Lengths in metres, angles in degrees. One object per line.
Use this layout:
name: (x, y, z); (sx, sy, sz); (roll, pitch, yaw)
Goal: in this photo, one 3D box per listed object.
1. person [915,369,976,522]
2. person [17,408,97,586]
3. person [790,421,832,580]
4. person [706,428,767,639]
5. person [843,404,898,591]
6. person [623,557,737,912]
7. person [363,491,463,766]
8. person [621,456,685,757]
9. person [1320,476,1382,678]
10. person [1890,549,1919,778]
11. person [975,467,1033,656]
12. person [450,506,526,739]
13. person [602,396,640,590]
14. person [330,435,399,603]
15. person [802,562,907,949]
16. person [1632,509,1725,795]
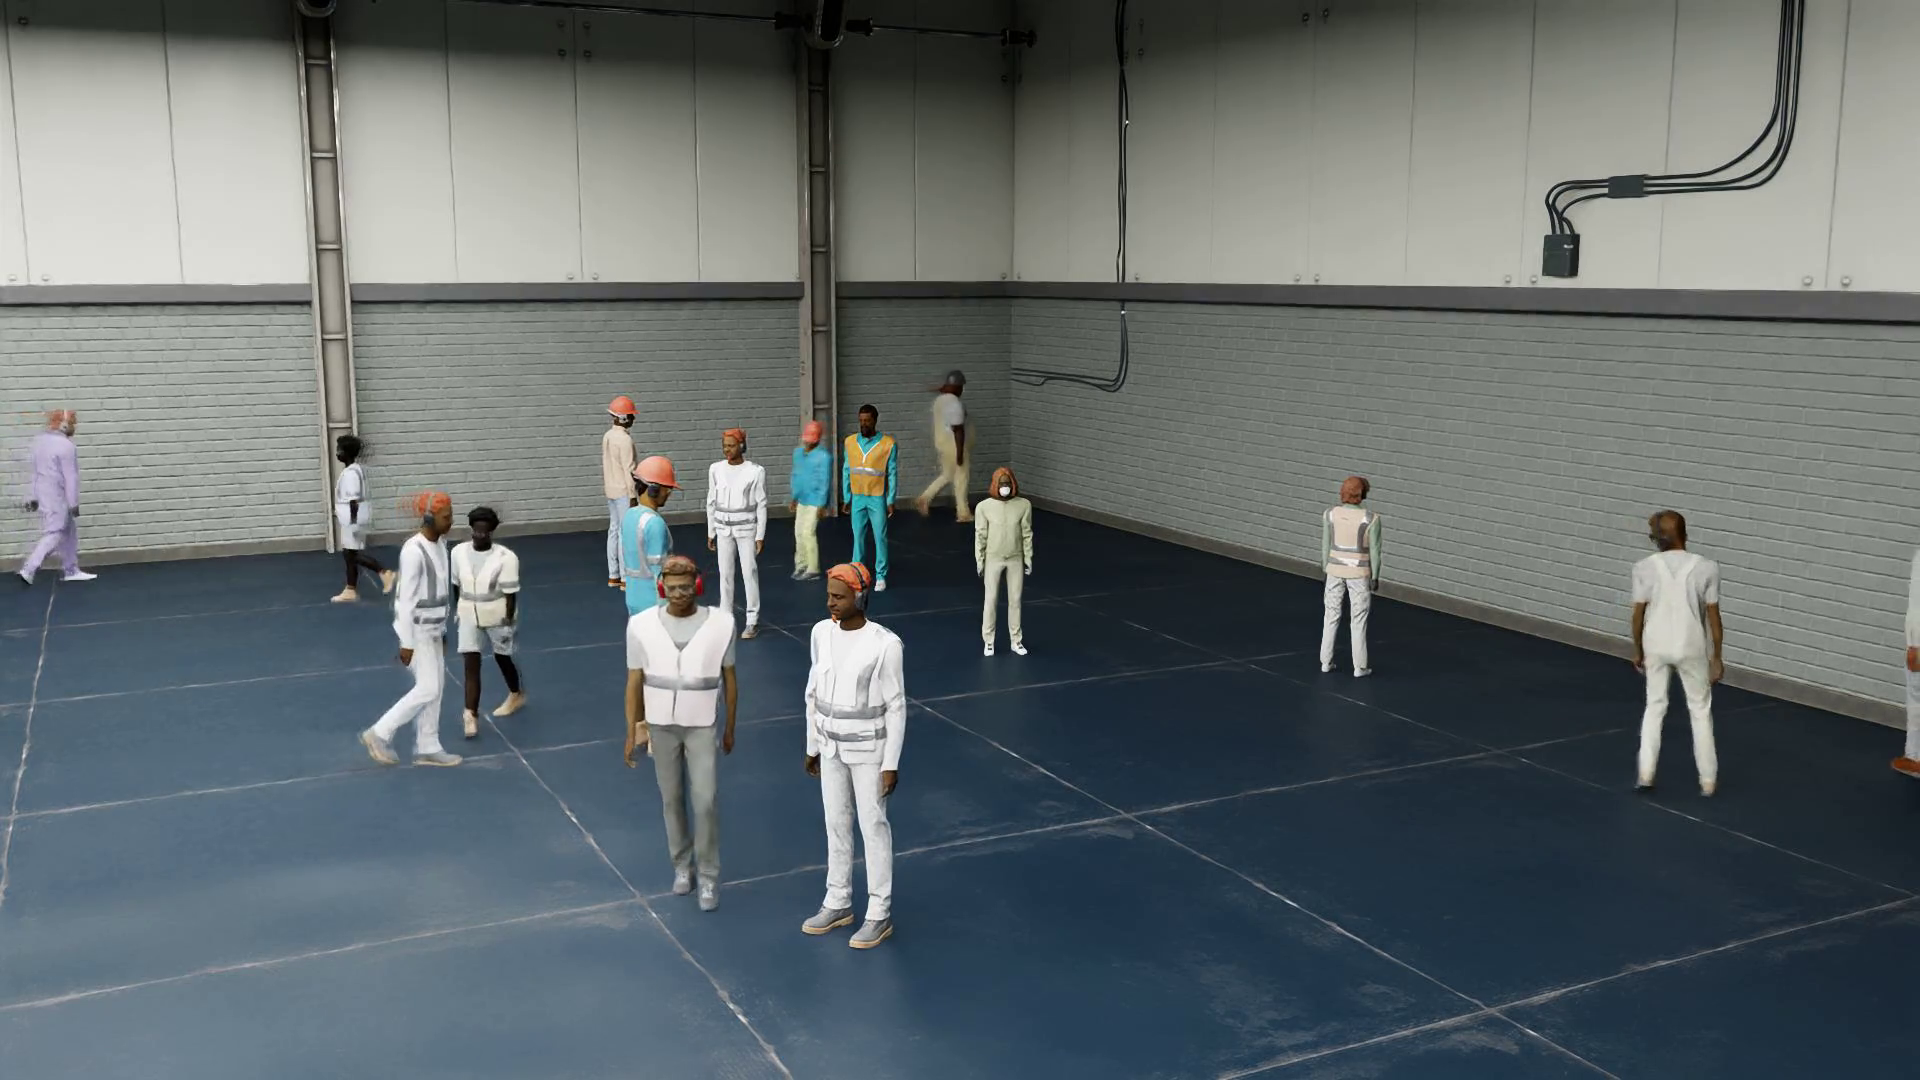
person: (-0.150, -1.230, 21.609); (0.755, 2.000, 0.686); (-5, 10, -27)
person: (-9.479, -0.437, 17.288); (0.780, 1.862, 0.654); (-9, 13, -44)
person: (-1.593, -0.416, 17.627); (0.367, 1.709, 0.591); (-9, 13, -43)
person: (-2.002, -0.058, 14.870); (0.576, 1.883, 0.354); (3, 10, 17)
person: (-0.925, -0.436, 17.091); (0.589, 1.920, 0.392); (3, 10, 17)
person: (-1.433, 0.996, 8.563); (0.571, 1.817, 0.710); (-1, 9, -5)
person: (-3.564, 0.600, 10.897); (0.569, 1.864, 0.586); (0, 9, -1)
person: (-2.070, 0.448, 11.292); (0.384, 2.035, 0.605); (-6, 11, -32)
person: (3.162, 0.295, 13.489); (0.509, 1.630, 0.316); (7, 11, 36)
person: (6.304, 0.624, 10.537); (0.622, 1.925, 0.691); (-1, 9, -4)
person: (0.374, 0.186, 14.166); (0.498, 1.627, 0.280); (-2, 9, -12)
person: (-3.386, 0.546, 11.892); (0.570, 1.640, 0.864); (1, 9, 8)
person: (-3.464, -0.480, 17.129); (0.381, 1.994, 0.621); (-6, 11, -34)
person: (-5.919, -0.204, 16.403); (0.583, 1.681, 0.540); (-3, 10, -17)
person: (-0.529, 1.038, 8.118); (0.584, 1.882, 0.346); (7, 11, 36)
person: (4.477, 0.714, 10.392); (0.584, 1.805, 0.538); (5, 11, 29)
